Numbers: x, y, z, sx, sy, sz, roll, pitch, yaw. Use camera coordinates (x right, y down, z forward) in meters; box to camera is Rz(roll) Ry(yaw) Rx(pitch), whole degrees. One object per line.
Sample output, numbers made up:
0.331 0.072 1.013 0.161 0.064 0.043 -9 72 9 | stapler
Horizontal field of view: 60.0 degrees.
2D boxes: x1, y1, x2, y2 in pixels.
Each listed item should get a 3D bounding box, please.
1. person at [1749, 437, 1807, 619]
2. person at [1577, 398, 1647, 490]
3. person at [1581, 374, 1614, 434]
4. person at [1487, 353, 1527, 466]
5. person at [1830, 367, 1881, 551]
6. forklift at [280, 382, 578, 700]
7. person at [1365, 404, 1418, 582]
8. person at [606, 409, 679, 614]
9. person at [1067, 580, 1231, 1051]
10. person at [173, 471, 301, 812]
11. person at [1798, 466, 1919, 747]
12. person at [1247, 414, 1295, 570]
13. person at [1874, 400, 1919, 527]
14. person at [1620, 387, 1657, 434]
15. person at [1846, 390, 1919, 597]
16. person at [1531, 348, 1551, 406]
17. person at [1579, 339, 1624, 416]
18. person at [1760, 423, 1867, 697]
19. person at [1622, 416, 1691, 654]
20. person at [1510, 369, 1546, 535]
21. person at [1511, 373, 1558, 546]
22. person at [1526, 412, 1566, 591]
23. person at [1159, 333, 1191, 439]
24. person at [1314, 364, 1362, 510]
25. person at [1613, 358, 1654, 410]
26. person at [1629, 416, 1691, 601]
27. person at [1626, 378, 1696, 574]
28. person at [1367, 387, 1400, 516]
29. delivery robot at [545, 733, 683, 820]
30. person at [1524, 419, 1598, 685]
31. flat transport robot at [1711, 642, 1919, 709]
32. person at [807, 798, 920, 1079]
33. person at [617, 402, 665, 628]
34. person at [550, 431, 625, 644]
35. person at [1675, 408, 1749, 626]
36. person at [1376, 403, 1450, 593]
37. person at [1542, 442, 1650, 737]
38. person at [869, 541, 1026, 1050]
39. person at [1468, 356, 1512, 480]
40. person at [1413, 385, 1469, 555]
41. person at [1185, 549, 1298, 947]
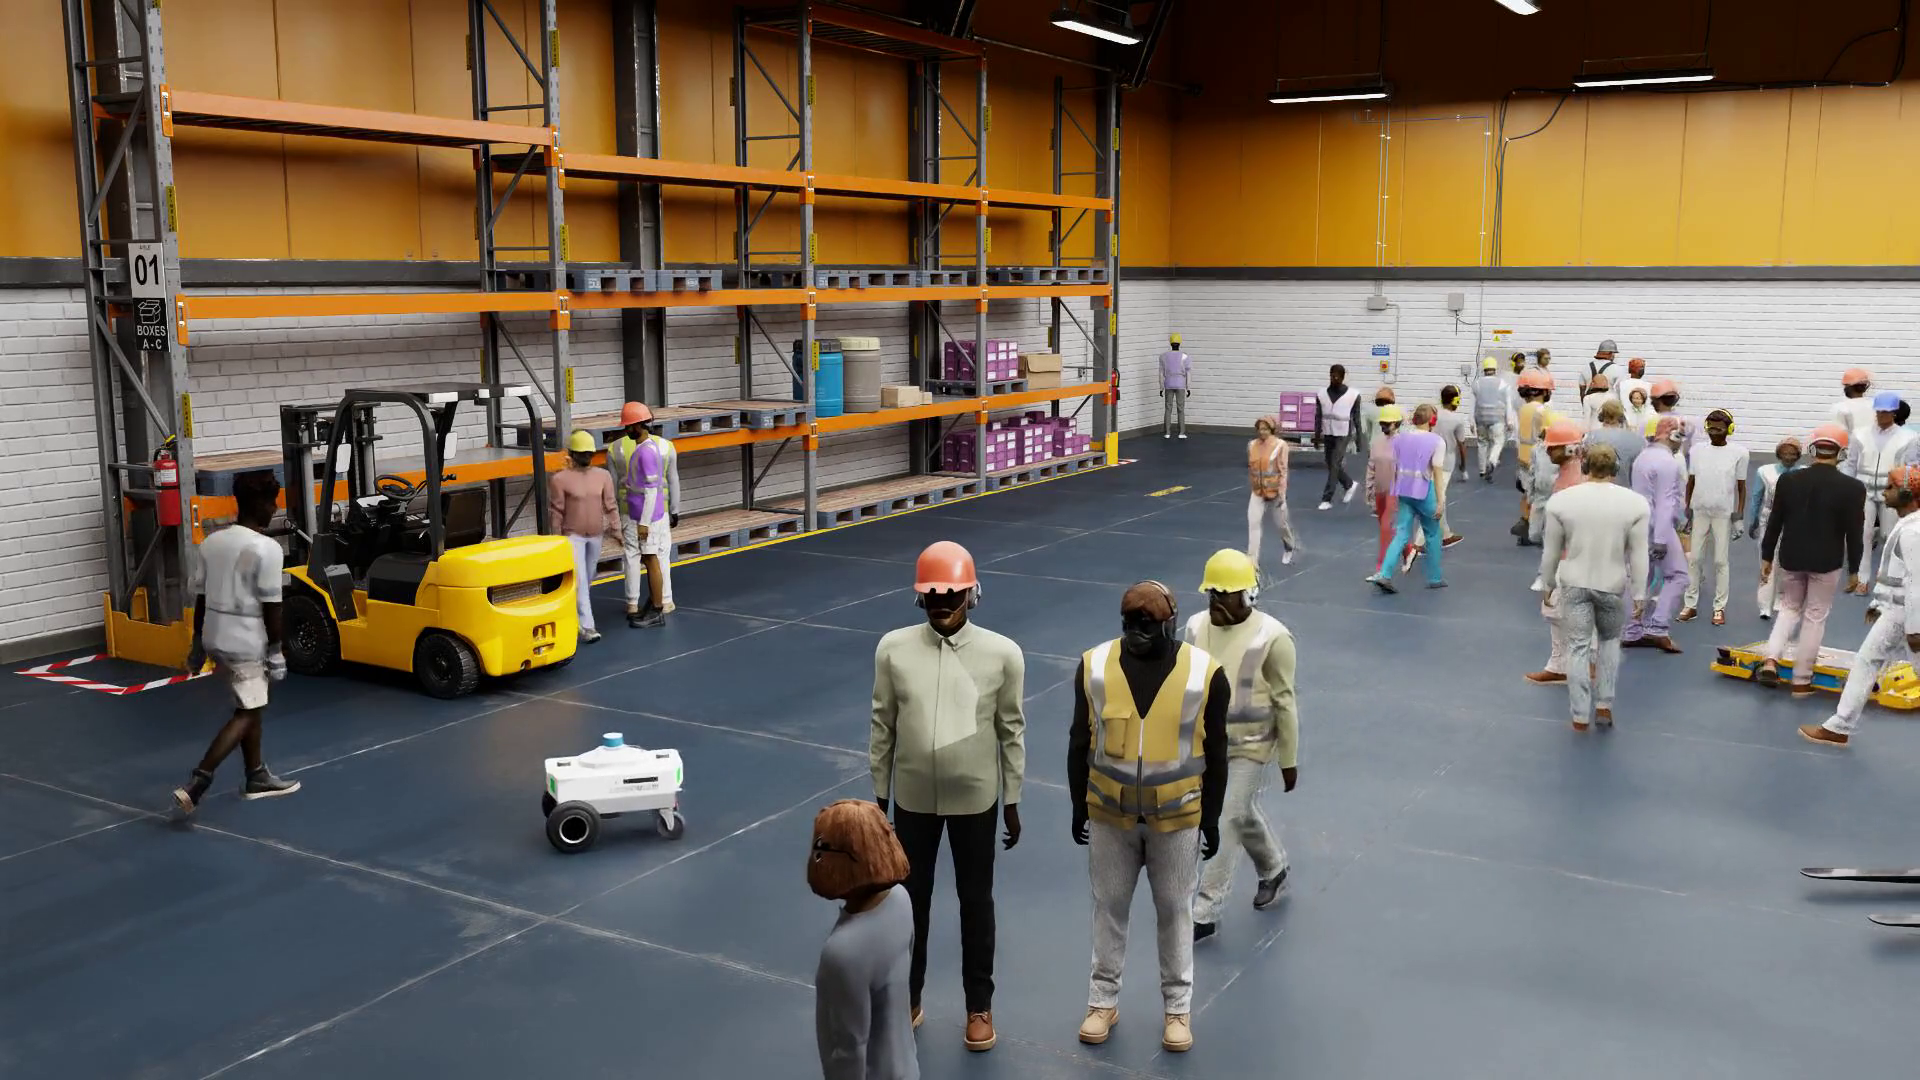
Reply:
7.199 -0.113 14.569 0.519 1.588 0.866 4 10 25 | person
5.808 -0.326 14.960 0.644 1.906 0.943 3 9 16 | person
8.797 -1.474 22.938 0.498 1.634 0.283 -1 9 -8 | person
8.539 -1.986 25.640 0.545 1.815 1.023 -5 10 -29 | person
9.637 -0.842 17.828 0.615 2.016 0.806 -1 9 -8 | person
-3.974 -0.067 12.417 2.313 2.155 1.214 5 11 30 | forklift
4.299 -0.482 16.425 0.789 1.742 0.529 -6 11 -32 | person
-2.795 -0.257 14.713 0.625 1.839 0.430 -1 9 -7 | person
0.720 1.062 6.473 0.626 1.842 0.429 2 9 13 | person
-4.088 0.581 9.238 0.607 1.921 0.771 7 11 37 | person
5.888 0.450 10.352 1.007 1.837 0.571 7 12 38 | person
3.172 -0.496 16.924 0.514 1.605 0.779 8 12 41 | person
10.208 -0.709 18.106 0.586 1.639 0.871 -7 12 -38 | person
8.198 -1.042 20.233 0.523 1.637 0.311 1 9 6 | person
8.662 -0.449 15.621 0.608 1.930 0.736 8 12 39 | person
9.281 -2.151 26.566 0.401 1.825 0.535 8 12 41 | person
9.606 -1.974 24.798 0.535 2.000 0.684 -7 11 -37 | person
6.037 0.155 11.767 0.514 1.964 0.620 -7 12 -39 | person
5.597 -0.047 13.277 0.554 1.878 0.660 0 9 1 | person
6.563 -0.995 19.067 0.506 1.916 0.583 1 9 8 | person
6.343 -0.873 18.284 0.413 1.922 0.578 -2 9 -13 | person
5.667 -0.379 15.860 0.593 1.707 0.502 -8 12 -41 | person
3.914 -2.800 30.294 0.588 1.930 0.362 2 9 12 | person
4.893 -1.347 21.426 0.614 1.878 0.869 7 12 39 | person
9.027 -1.496 22.308 0.352 1.883 0.576 -7 12 -38 | person
6.293 -0.261 15.114 0.797 1.723 0.528 -4 10 -23 | person
6.878 -0.573 16.186 0.612 2.004 0.959 -1 9 -9 | person
5.266 -1.095 20.626 0.423 1.605 0.570 -7 11 -37 | person
-1.842 1.272 8.867 0.707 0.478 0.477 -3 9 -17 | delivery robot
4.426 0.107 12.024 0.557 1.971 0.613 2 9 14 | person
6.313 0.946 12.081 0.652 0.197 1.431 -7 11 -37 | flat transport robot
-0.255 1.488 4.453 0.274 1.632 0.503 3 9 16 | person
-2.704 -0.212 14.155 0.375 1.927 0.543 -2 9 -12 | person
-3.020 -0.021 13.563 0.540 1.727 0.862 -7 12 -39 | person
6.462 -0.199 14.275 0.517 1.865 0.328 7 12 38 | person
4.302 -0.390 15.701 0.934 1.798 0.600 -7 12 -39 | person
4.151 0.310 10.918 0.650 1.915 0.653 3 10 19 | person
-0.055 0.988 6.453 0.609 1.996 0.379 1 9 7 | person
7.664 -1.748 24.086 0.598 1.812 0.715 4 10 24 | person
5.230 -0.750 17.870 1.003 1.812 0.482 -6 11 -33 | person
1.278 0.908 7.639 0.896 1.789 0.625 -7 12 -39 | person
